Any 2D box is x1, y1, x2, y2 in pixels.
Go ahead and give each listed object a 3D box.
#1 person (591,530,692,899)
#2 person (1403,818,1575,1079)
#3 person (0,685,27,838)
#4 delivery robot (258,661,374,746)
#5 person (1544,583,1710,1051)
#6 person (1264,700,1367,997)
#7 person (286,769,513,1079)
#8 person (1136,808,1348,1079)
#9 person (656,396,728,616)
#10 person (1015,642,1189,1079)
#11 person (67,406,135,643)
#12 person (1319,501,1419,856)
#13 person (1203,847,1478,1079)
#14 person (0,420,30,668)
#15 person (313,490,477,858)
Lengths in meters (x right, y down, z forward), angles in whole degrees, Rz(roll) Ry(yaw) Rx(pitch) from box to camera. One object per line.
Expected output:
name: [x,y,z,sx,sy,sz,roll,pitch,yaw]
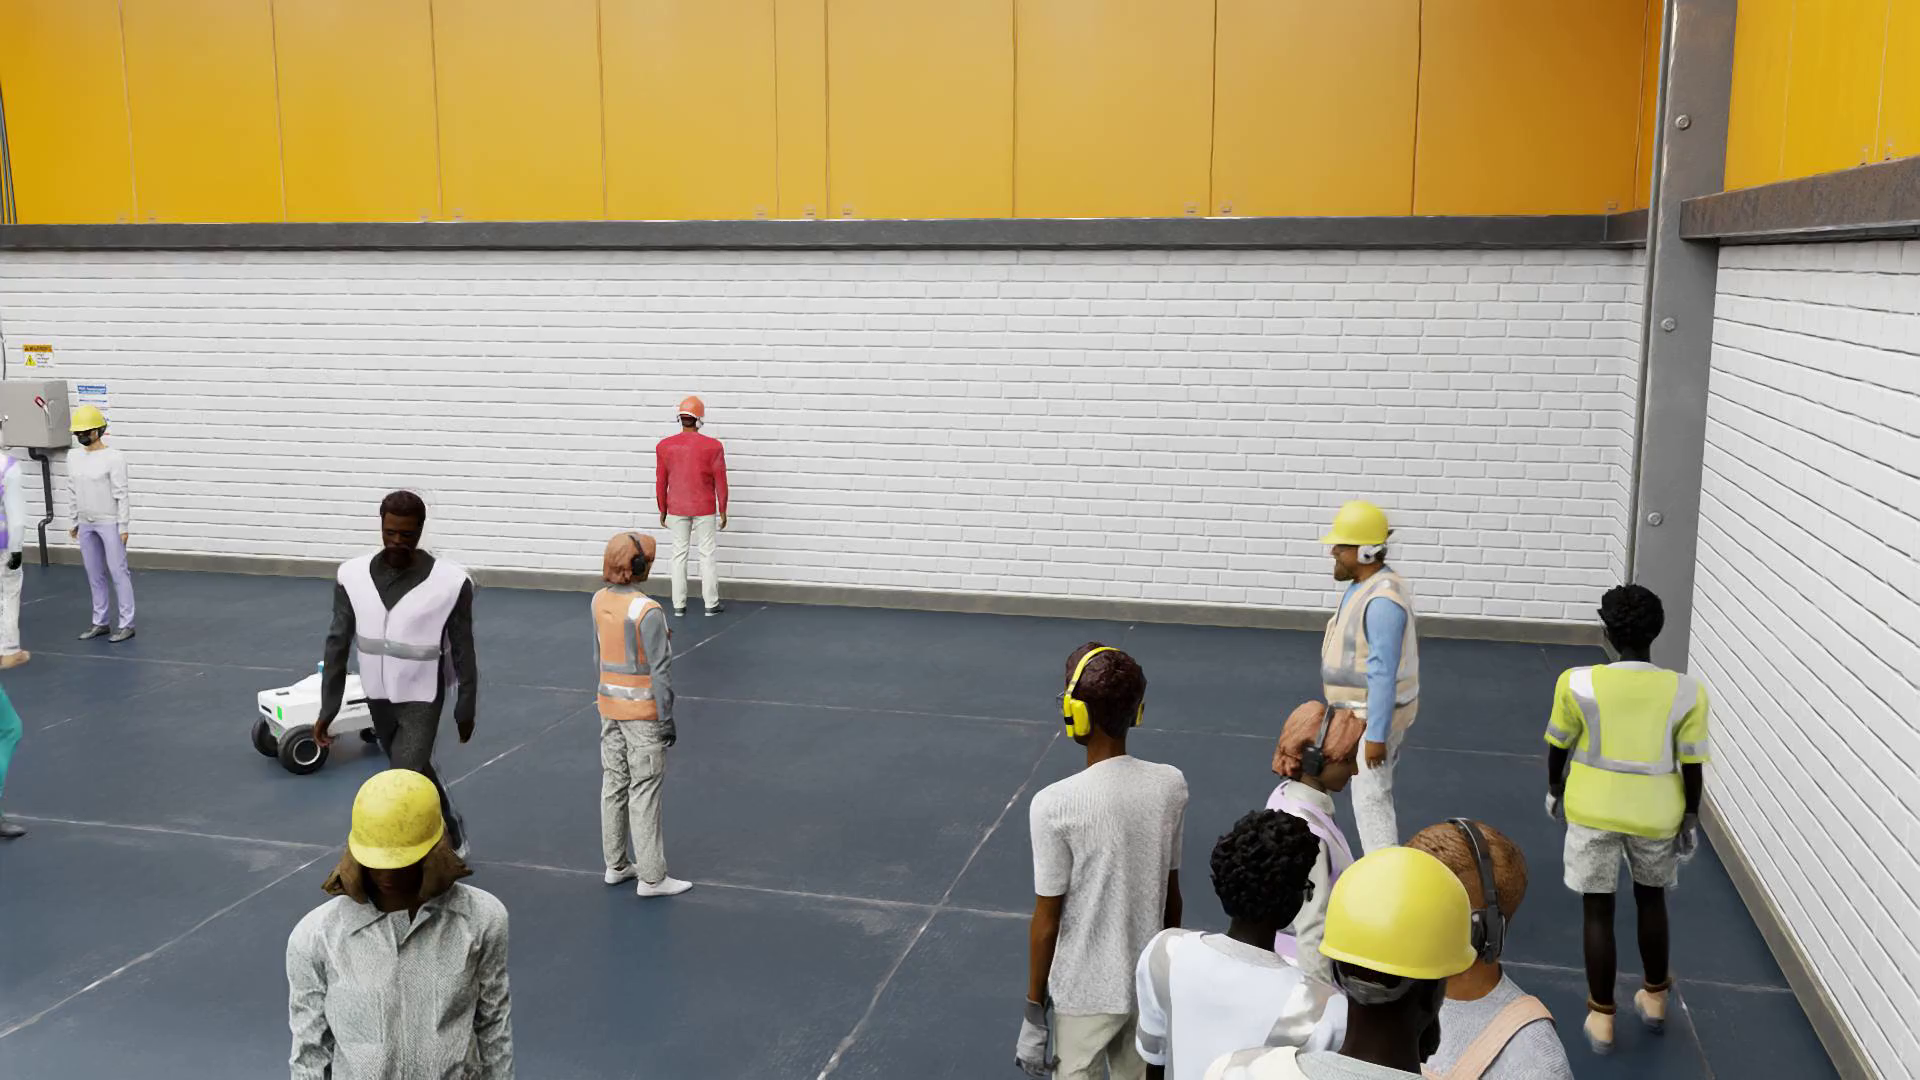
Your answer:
person: [-1.446,0.775,7.394,0.513,1.639,0.307,9,13,43]
person: [0.887,1.403,3.089,0.345,1.846,0.508,-3,10,-19]
person: [-4.779,0.620,7.973,0.551,1.745,0.541,5,11,26]
delivery robot: [-3.564,0.926,9.414,0.707,0.478,0.477,-8,13,-40]
person: [2.389,0.980,6.036,0.548,1.677,0.525,2,10,14]
person: [0.945,1.247,4.613,0.314,1.639,0.514,1,10,5]
person: [-1.230,1.348,3.732,0.483,1.736,0.311,-5,11,-26]
person: [0.604,1.400,3.573,0.539,1.686,0.320,8,13,41]
person: [-2.114,-0.267,13.187,0.574,1.749,0.333,0,10,2]
person: [0.367,1.188,4.328,0.502,1.862,0.328,-7,12,-36]
person: [-6.371,-0.118,12.301,0.526,1.761,0.344,3,10,17]
person: [1.735,0.737,7.135,0.435,1.814,0.596,1,10,3]
person: [0.659,1.431,2.688,0.594,1.922,0.385,6,11,30]
person: [-6.669,0.024,11.295,0.634,1.819,0.691,-1,10,-3]
person: [-2.408,0.697,7.221,0.597,1.857,1.061,2,10,11]
